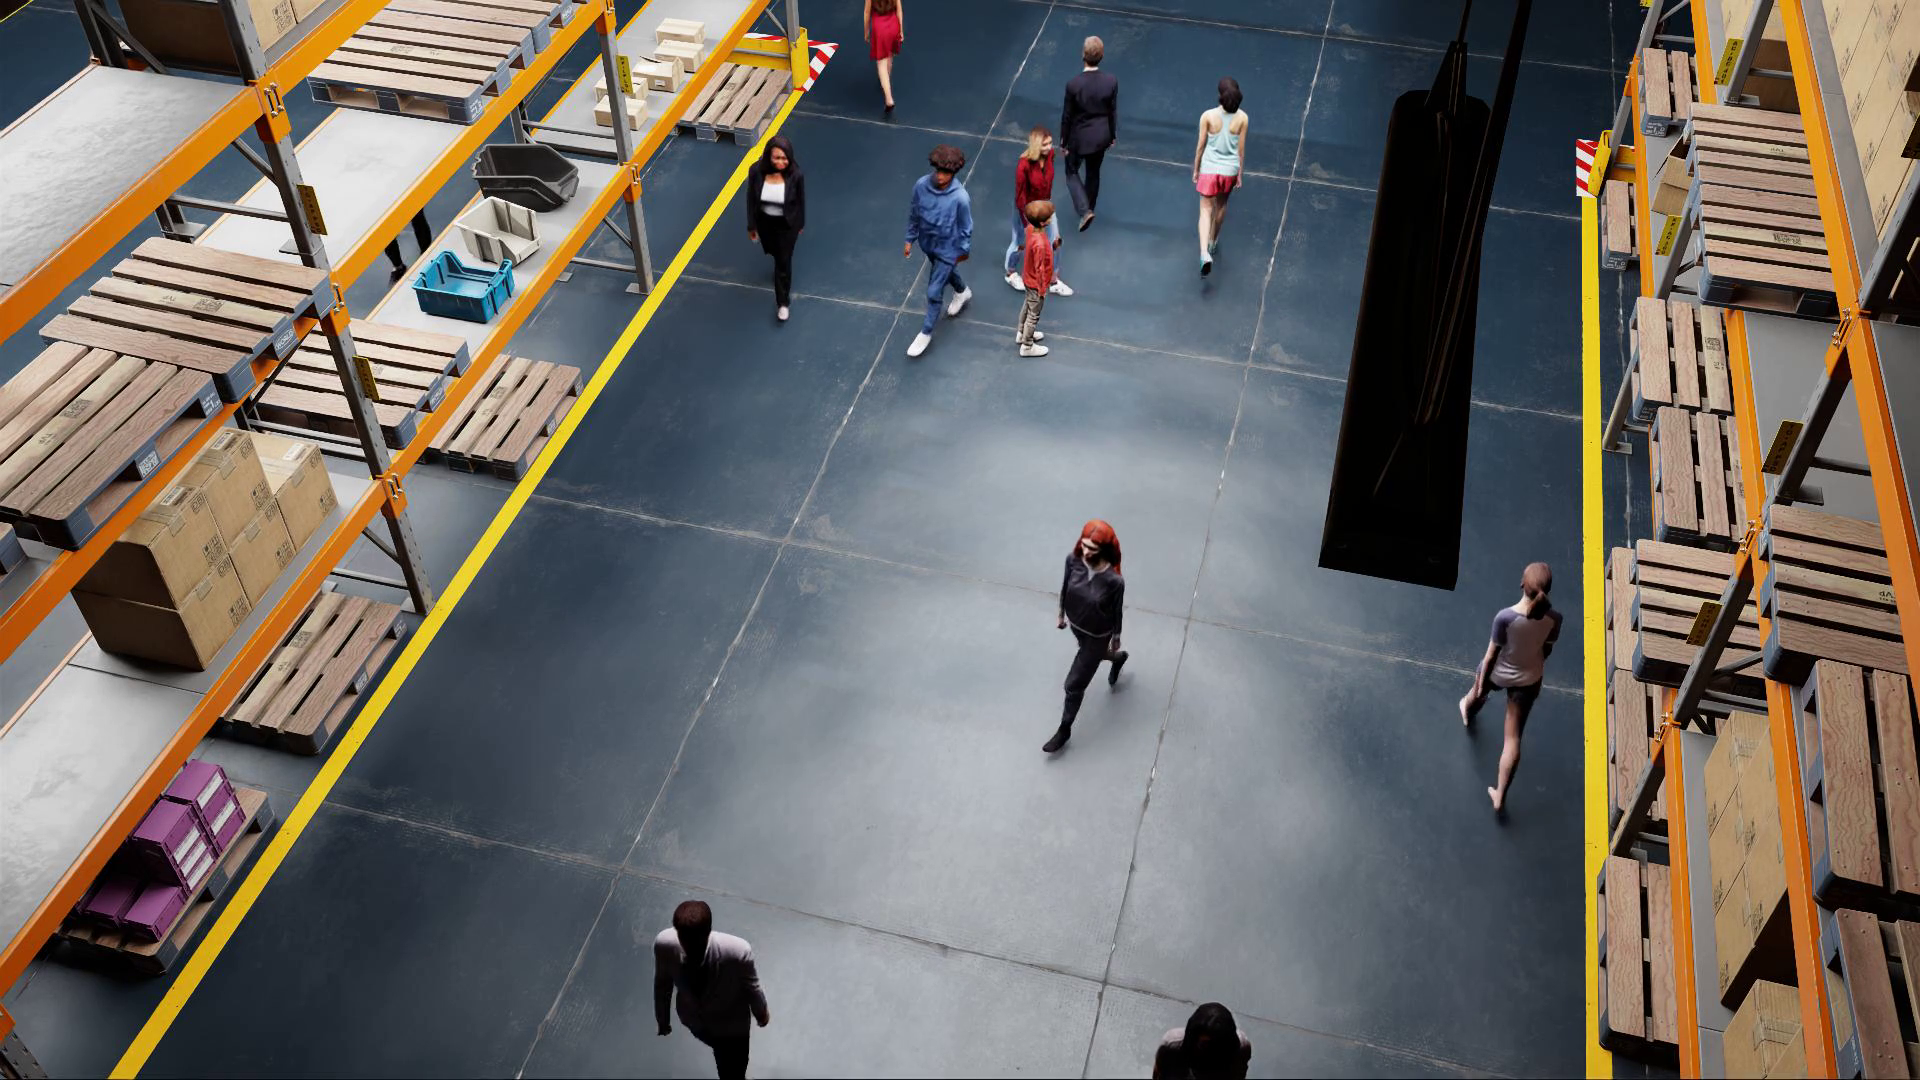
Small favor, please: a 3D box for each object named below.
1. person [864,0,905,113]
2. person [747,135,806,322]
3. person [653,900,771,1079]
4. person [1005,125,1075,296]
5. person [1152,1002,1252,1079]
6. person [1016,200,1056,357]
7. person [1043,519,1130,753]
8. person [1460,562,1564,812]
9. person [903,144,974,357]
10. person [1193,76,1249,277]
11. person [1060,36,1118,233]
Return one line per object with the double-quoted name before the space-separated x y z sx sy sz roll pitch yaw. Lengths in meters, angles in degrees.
"person" -0.733 -4.979 16.371 0.897 1.527 1.091 -12 45 -12
"person" -1.531 -2.707 13.953 0.811 1.573 1.174 3 44 3
"person" -1.219 2.329 8.481 0.699 1.829 0.869 10 45 11
"person" 0.559 -2.814 14.043 0.948 1.603 0.948 -34 53 -31
"person" 1.175 2.738 8.210 0.708 1.610 0.738 -1 44 -2
"person" 0.604 -2.126 13.459 0.648 1.413 0.536 -6 44 -7
"person" 0.867 0.514 10.446 0.940 1.746 1.212 32 52 29
"person" 3.350 0.897 10.068 0.627 1.714 1.187 6 44 6
"person" -0.107 -2.456 13.549 0.983 1.766 1.287 28 50 26
"person" 2.210 -3.086 14.229 0.677 1.741 1.123 5 44 5
"person" 1.147 -3.530 14.653 0.914 1.799 1.027 -9 44 -9
